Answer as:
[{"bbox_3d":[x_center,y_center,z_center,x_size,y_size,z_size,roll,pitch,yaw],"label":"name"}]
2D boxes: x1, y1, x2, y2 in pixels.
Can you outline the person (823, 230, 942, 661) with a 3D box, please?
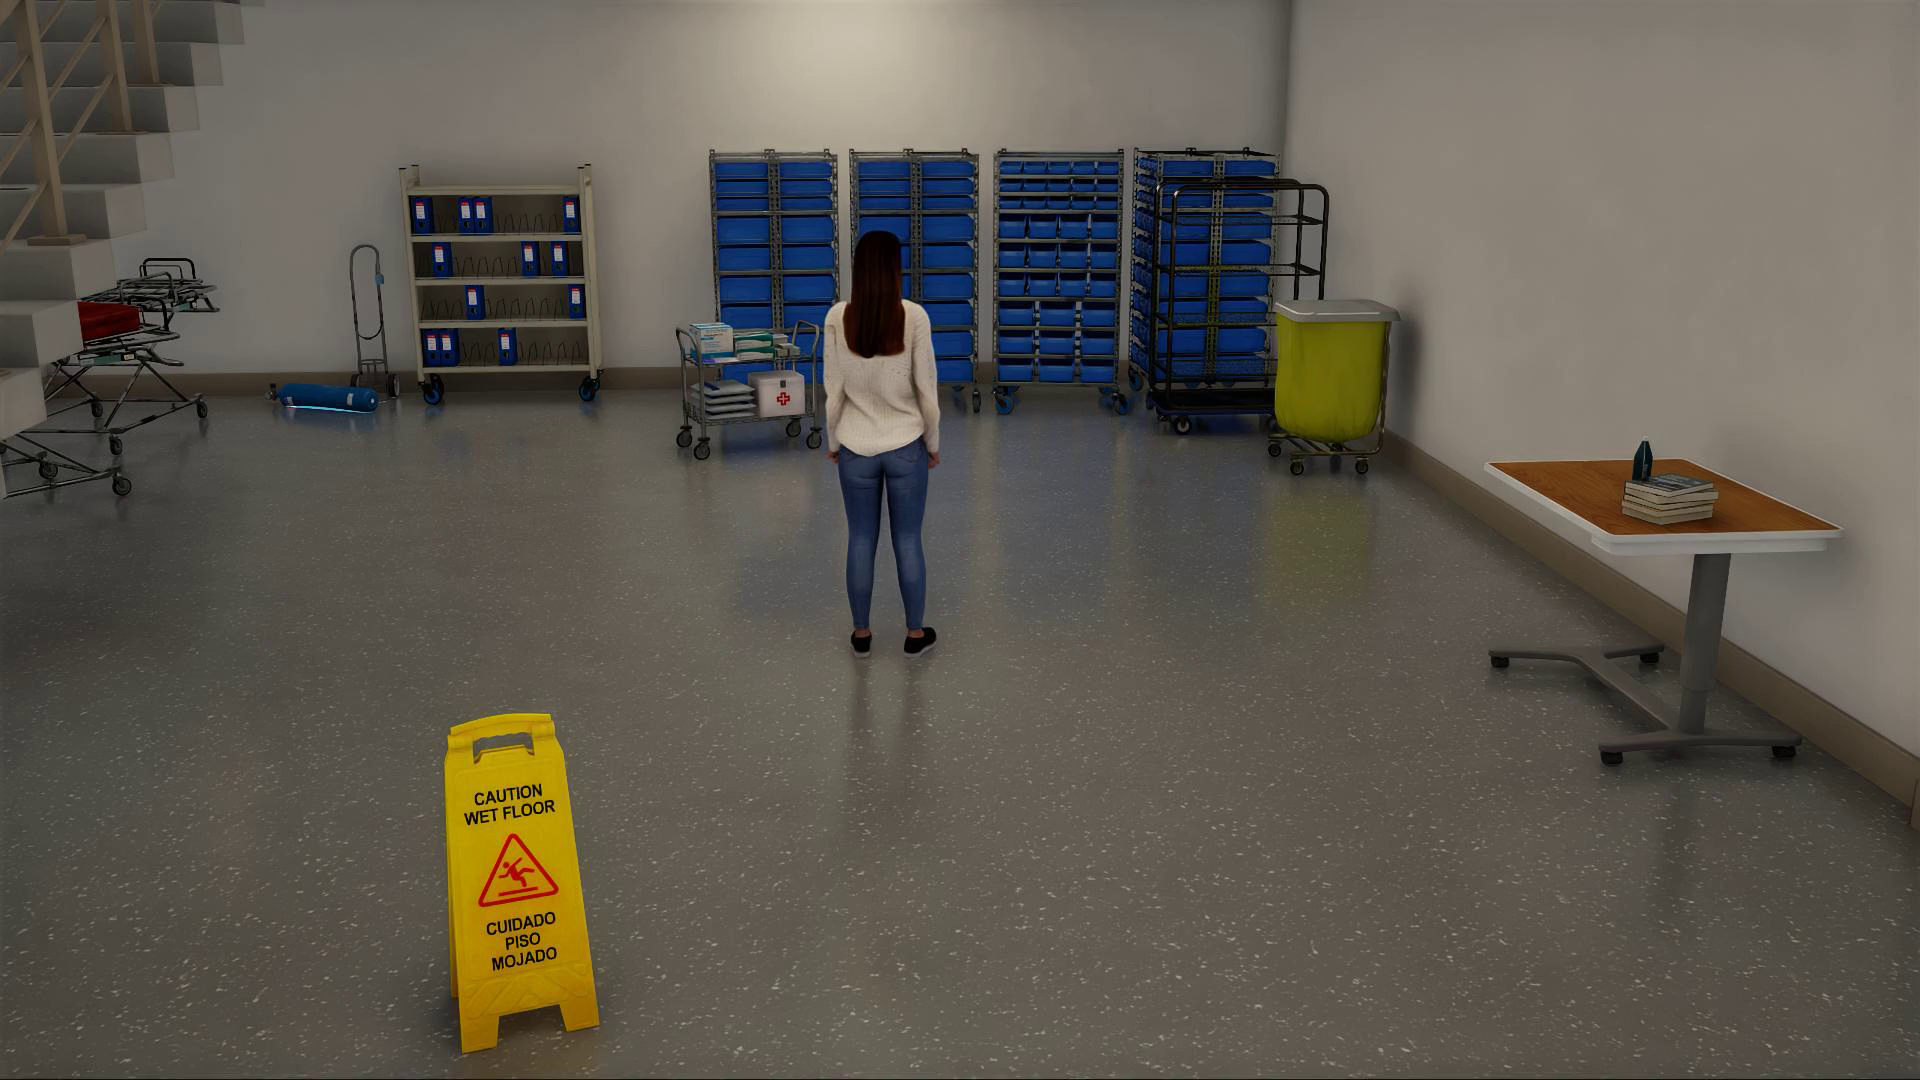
[{"bbox_3d":[-0.299,-0.364,6.525,0.663,1.691,0.619,2,16,7],"label":"person"}]
